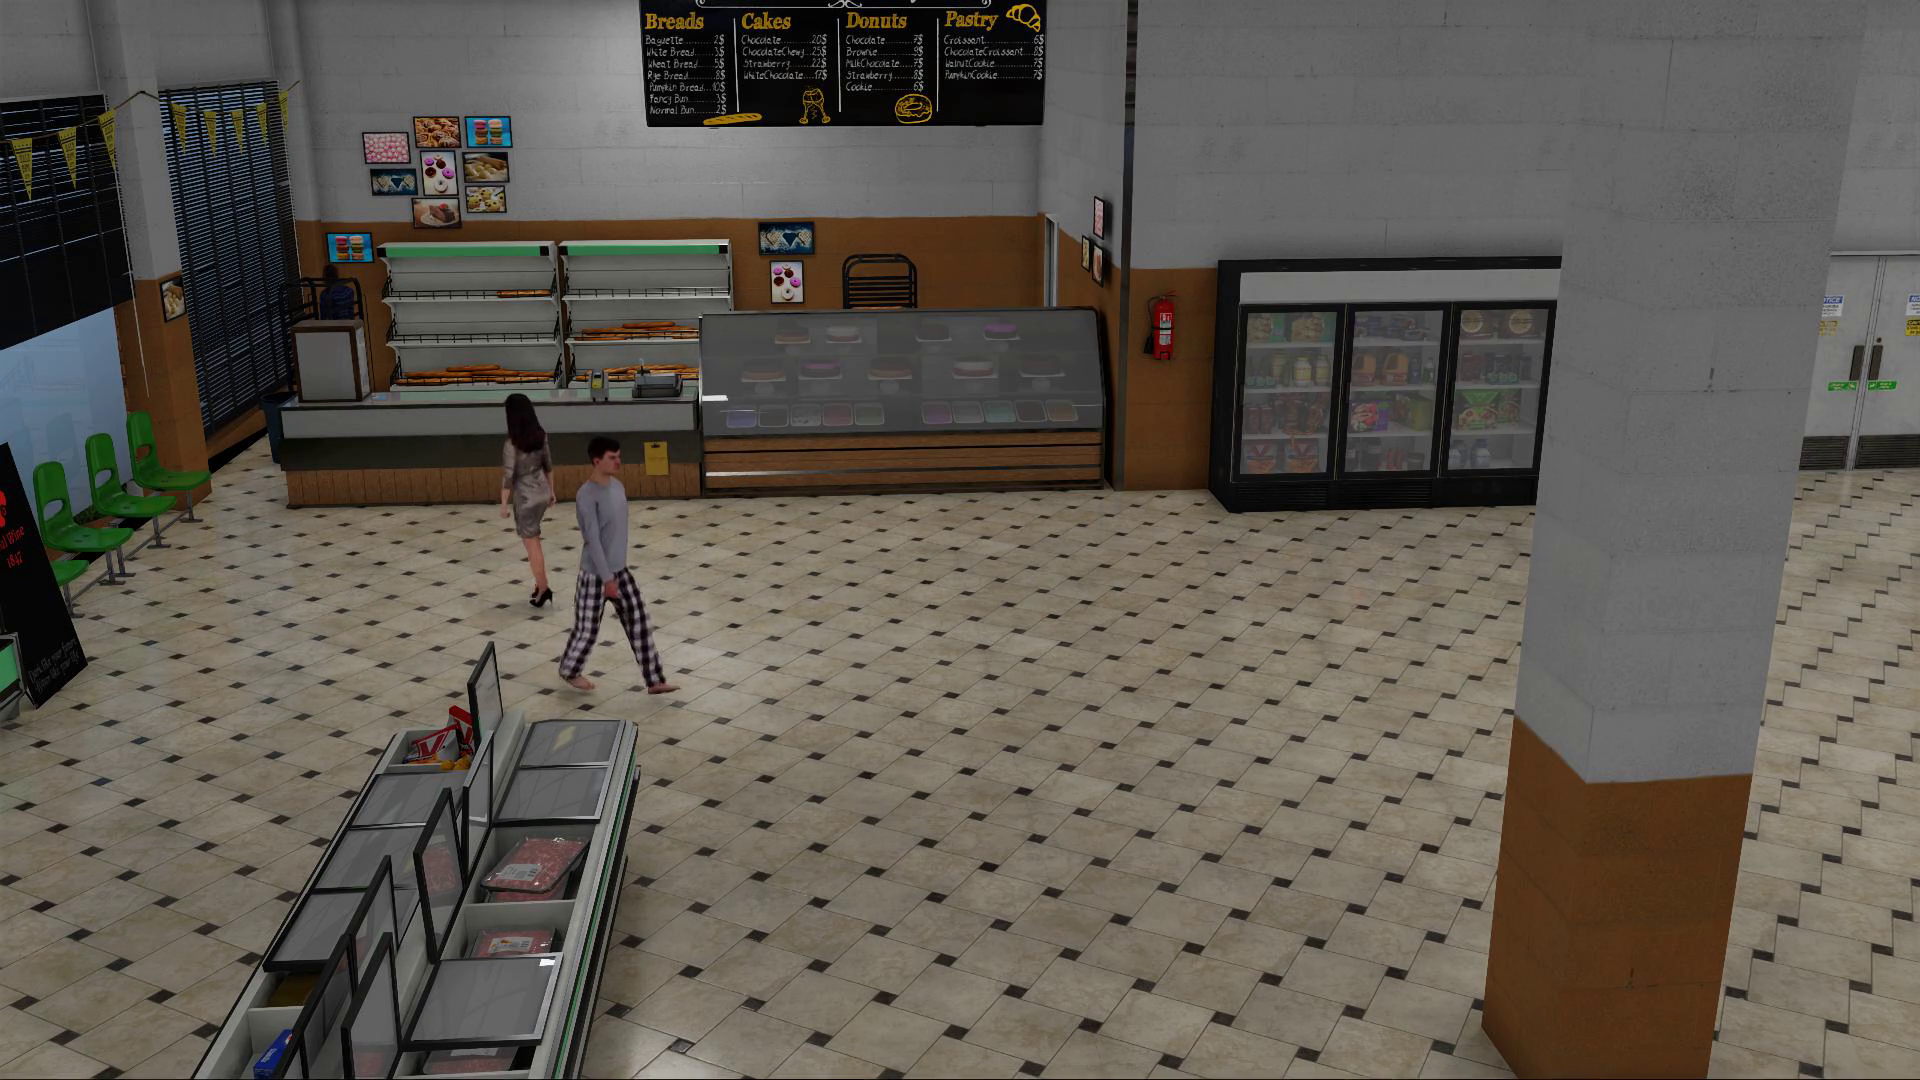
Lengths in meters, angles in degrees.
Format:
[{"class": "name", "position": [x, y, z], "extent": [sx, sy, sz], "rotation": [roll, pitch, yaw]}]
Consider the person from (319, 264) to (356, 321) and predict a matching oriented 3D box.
[{"class": "person", "position": [-7.390, -2.366, 19.754], "extent": [0.838, 1.824, 0.711], "rotation": [6, 18, 20]}]

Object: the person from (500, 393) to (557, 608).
[{"class": "person", "position": [-3.310, -0.281, 13.046], "extent": [0.790, 1.732, 0.695], "rotation": [8, 19, 26]}]

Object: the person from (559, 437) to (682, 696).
[{"class": "person", "position": [-2.487, 0.221, 11.280], "extent": [1.112, 1.797, 1.188], "rotation": [9, 19, 27]}]
